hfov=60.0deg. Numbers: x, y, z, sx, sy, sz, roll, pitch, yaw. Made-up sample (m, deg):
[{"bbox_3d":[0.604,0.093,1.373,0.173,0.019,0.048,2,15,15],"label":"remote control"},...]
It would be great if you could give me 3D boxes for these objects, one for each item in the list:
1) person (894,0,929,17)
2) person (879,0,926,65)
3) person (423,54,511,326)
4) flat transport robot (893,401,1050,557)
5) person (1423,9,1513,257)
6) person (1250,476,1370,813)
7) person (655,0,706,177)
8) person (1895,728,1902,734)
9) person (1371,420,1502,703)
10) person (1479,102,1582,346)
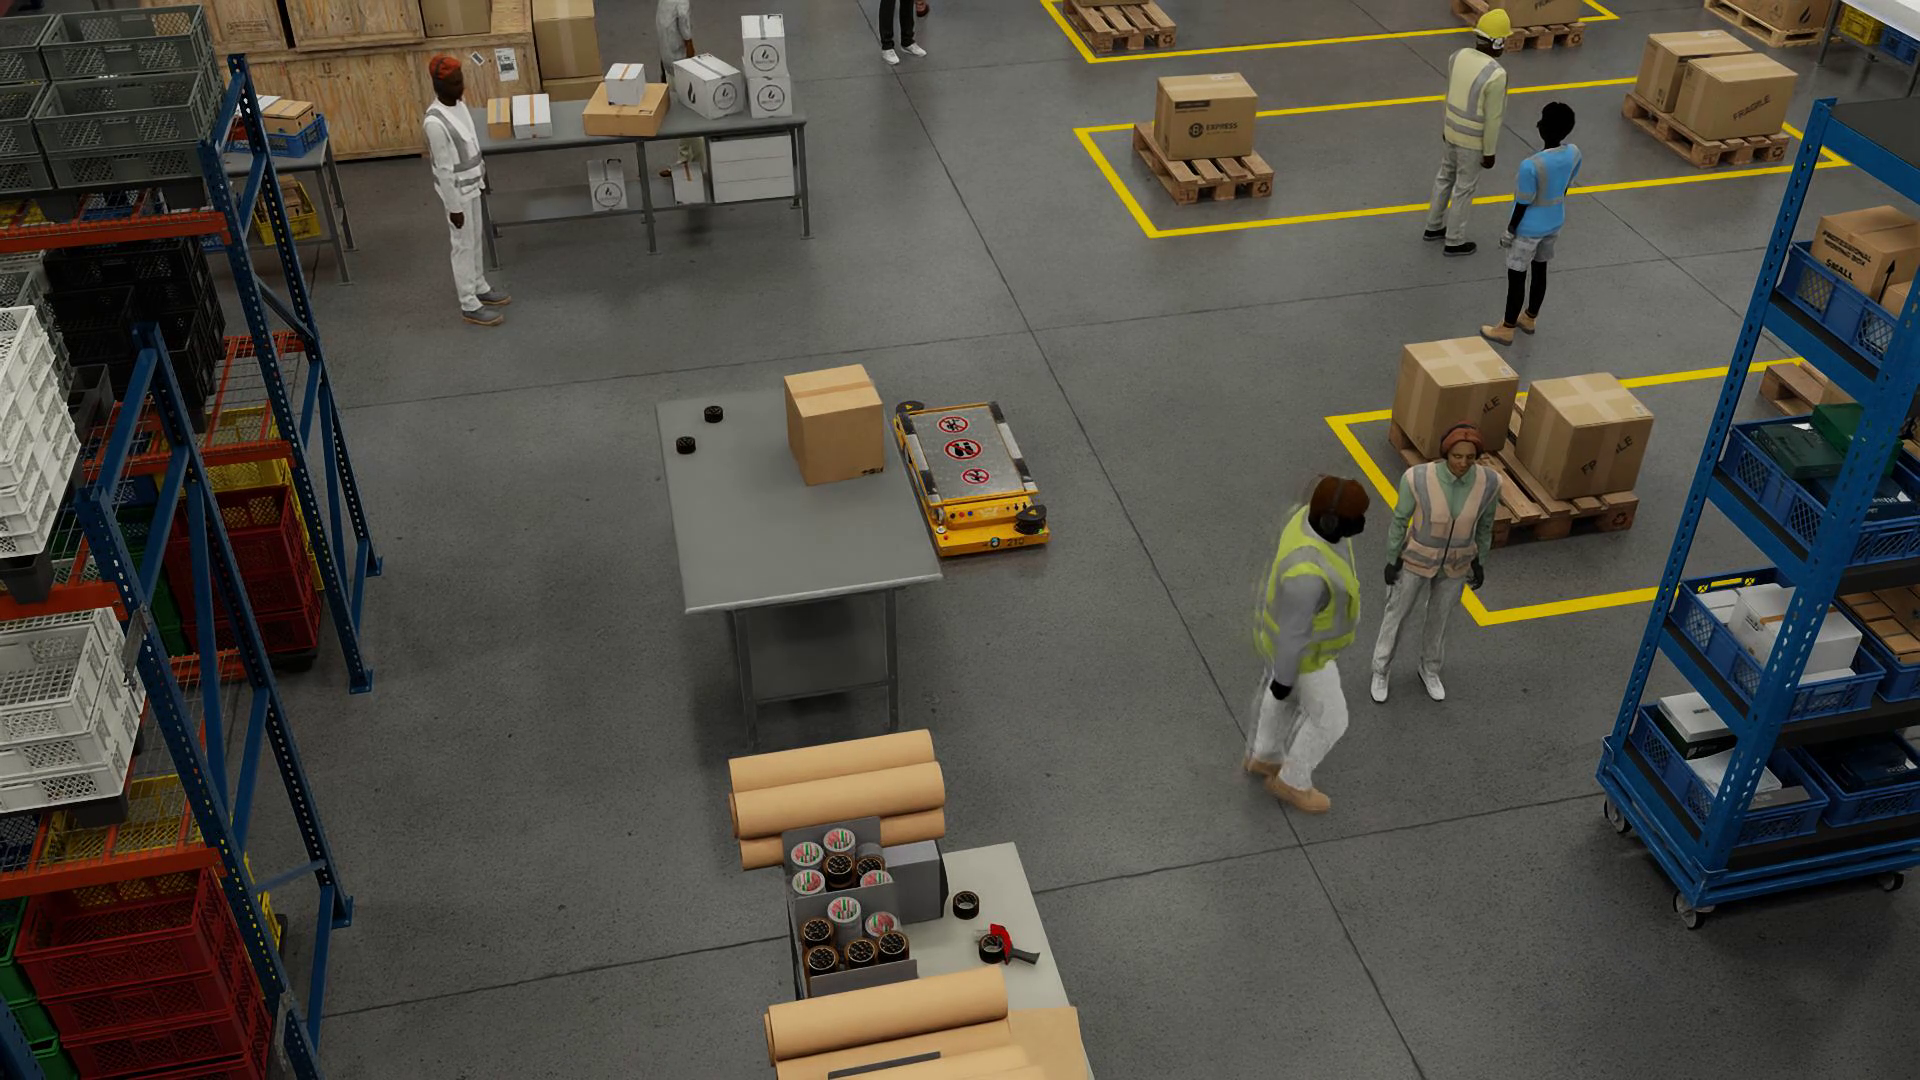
[{"bbox_3d":[-0.559,-6.173,16.478,0.650,1.900,0.399,5,37,7],"label":"person"},{"bbox_3d":[-0.568,-5.435,15.462,0.596,1.920,0.379,-26,44,-31],"label":"person"},{"bbox_3d":[-3.410,-2.399,11.414,0.346,1.881,0.578,1,37,1],"label":"person"},{"bbox_3d":[0.046,-0.430,10.108,0.652,0.197,1.431,-8,37,-10],"label":"flat transport robot"},{"bbox_3d":[3.769,-2.994,12.269,0.403,1.826,0.598,-11,38,-14],"label":"person"},{"bbox_3d":[1.651,0.469,7.613,0.555,1.826,0.630,8,37,10],"label":"person"},{"bbox_3d":[-2.257,-3.705,13.180,0.328,1.872,0.514,-20,41,-25],"label":"person"},{"bbox_3d":[4.645,0.332,7.665,0.414,1.982,0.617,-26,44,-31],"label":"person"},{"bbox_3d":[2.350,0.114,8.235,0.514,1.642,0.310,0,37,0],"label":"person"},{"bbox_3d":[3.861,-2.122,11.196,0.529,1.697,0.318,-23,42,-28],"label":"person"}]
